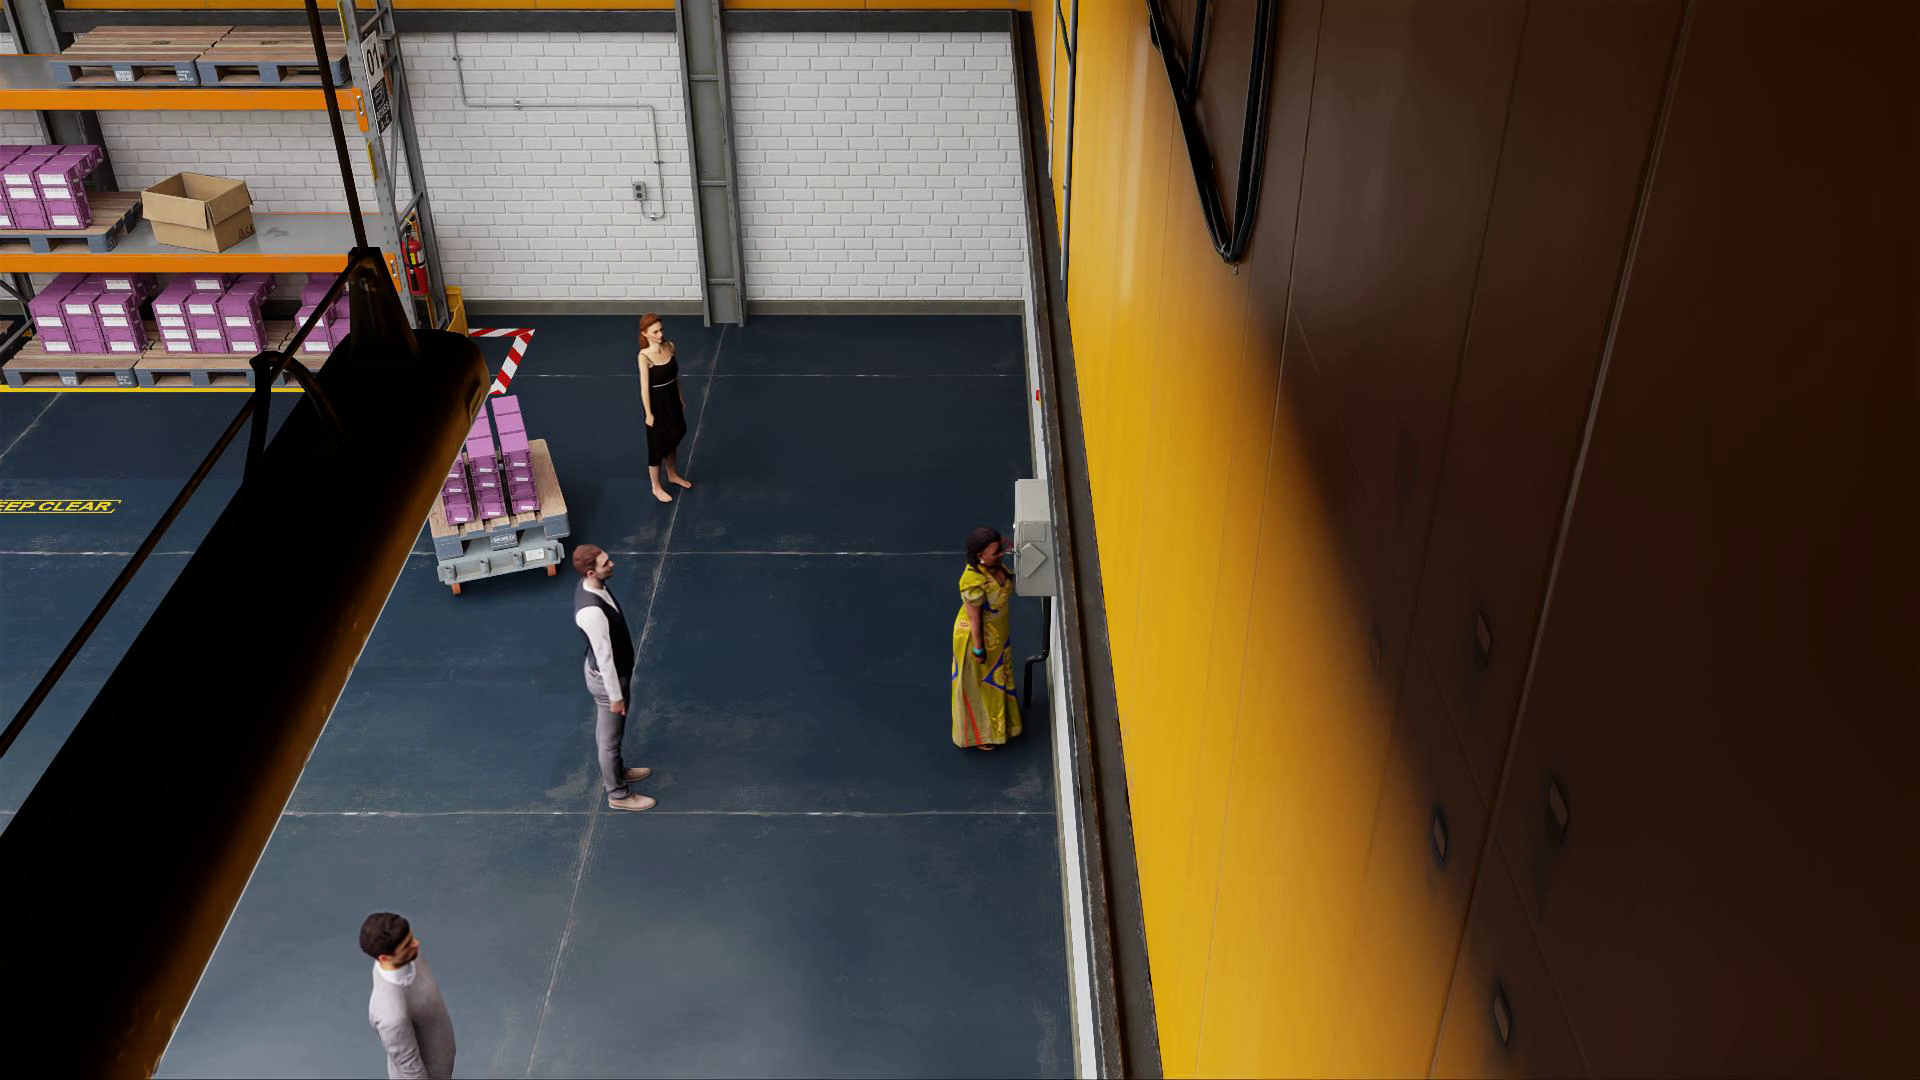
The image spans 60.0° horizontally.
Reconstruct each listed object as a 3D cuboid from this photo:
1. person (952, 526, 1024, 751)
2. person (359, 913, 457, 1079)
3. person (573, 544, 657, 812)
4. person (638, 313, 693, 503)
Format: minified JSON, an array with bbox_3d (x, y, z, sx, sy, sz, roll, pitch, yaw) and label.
[{"bbox_3d":[0.150,0.616,10.956,0.879,1.661,0.932,8,34,12],"label":"person"},{"bbox_3d":[-2.567,2.480,7.915,0.728,1.923,0.798,-8,35,-12],"label":"person"},{"bbox_3d":[-2.203,0.834,10.378,0.640,1.939,0.711,-7,34,-10],"label":"person"},{"bbox_3d":[-2.435,-1.107,13.582,0.720,1.624,0.681,21,39,28],"label":"person"}]
